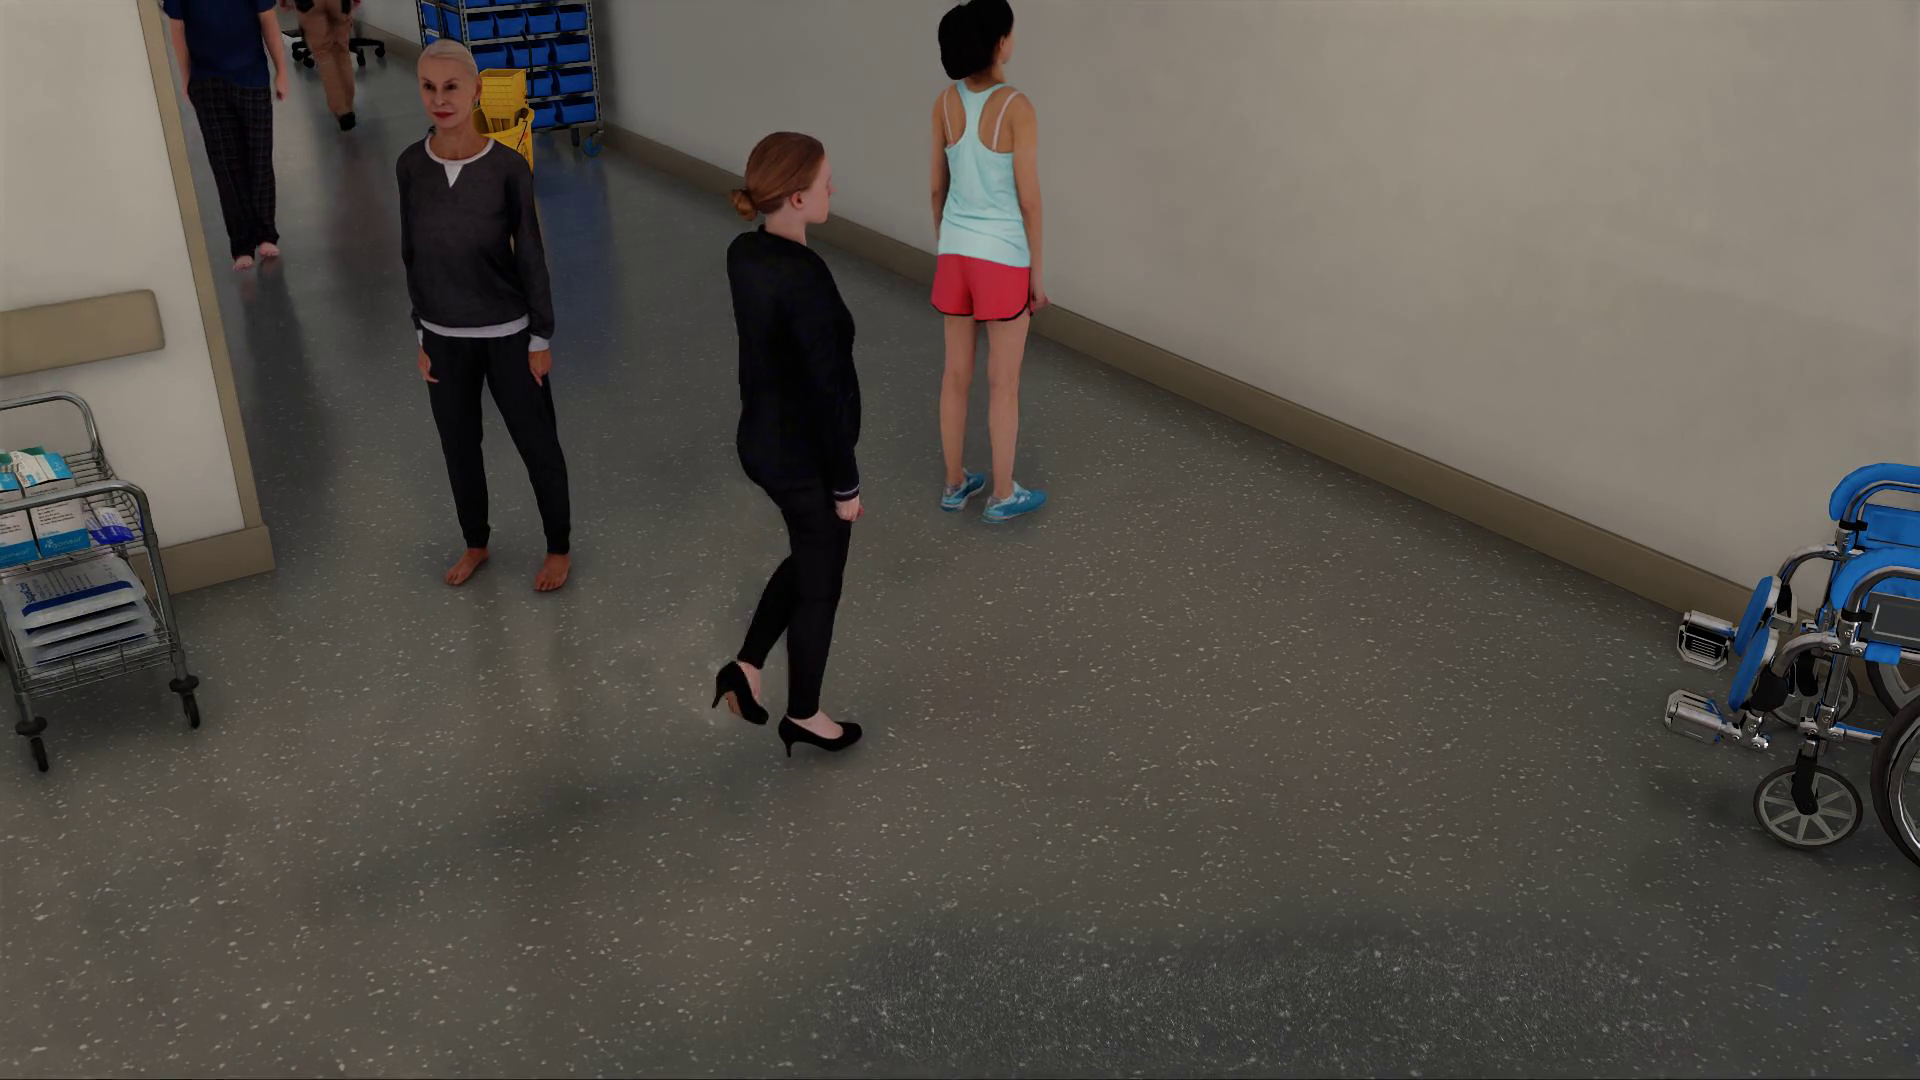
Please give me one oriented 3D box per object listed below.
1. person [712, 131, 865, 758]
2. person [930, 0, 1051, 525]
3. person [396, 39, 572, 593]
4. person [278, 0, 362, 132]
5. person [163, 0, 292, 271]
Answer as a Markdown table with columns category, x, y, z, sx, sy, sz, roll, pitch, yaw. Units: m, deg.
| category | x | y | z | sx | sy | sz | roll | pitch | yaw |
| --- | --- | --- | --- | --- | --- | --- | --- | --- | --- |
| person | -0.479 | -0.163 | 4.147 | 0.685 | 1.674 | 0.650 | -14 | 29 | -27 |
| person | 0.089 | -0.926 | 5.626 | 0.652 | 1.763 | 0.646 | 17 | 31 | 32 |
| person | -1.482 | -0.667 | 5.136 | 0.671 | 1.723 | 0.744 | 3 | 26 | 6 |
| person | -4.337 | -3.685 | 11.309 | 1.134 | 1.796 | 0.746 | -15 | 30 | -29 |
| person | -3.720 | -2.347 | 8.468 | 0.848 | 1.855 | 0.806 | -12 | 28 | -24 |
